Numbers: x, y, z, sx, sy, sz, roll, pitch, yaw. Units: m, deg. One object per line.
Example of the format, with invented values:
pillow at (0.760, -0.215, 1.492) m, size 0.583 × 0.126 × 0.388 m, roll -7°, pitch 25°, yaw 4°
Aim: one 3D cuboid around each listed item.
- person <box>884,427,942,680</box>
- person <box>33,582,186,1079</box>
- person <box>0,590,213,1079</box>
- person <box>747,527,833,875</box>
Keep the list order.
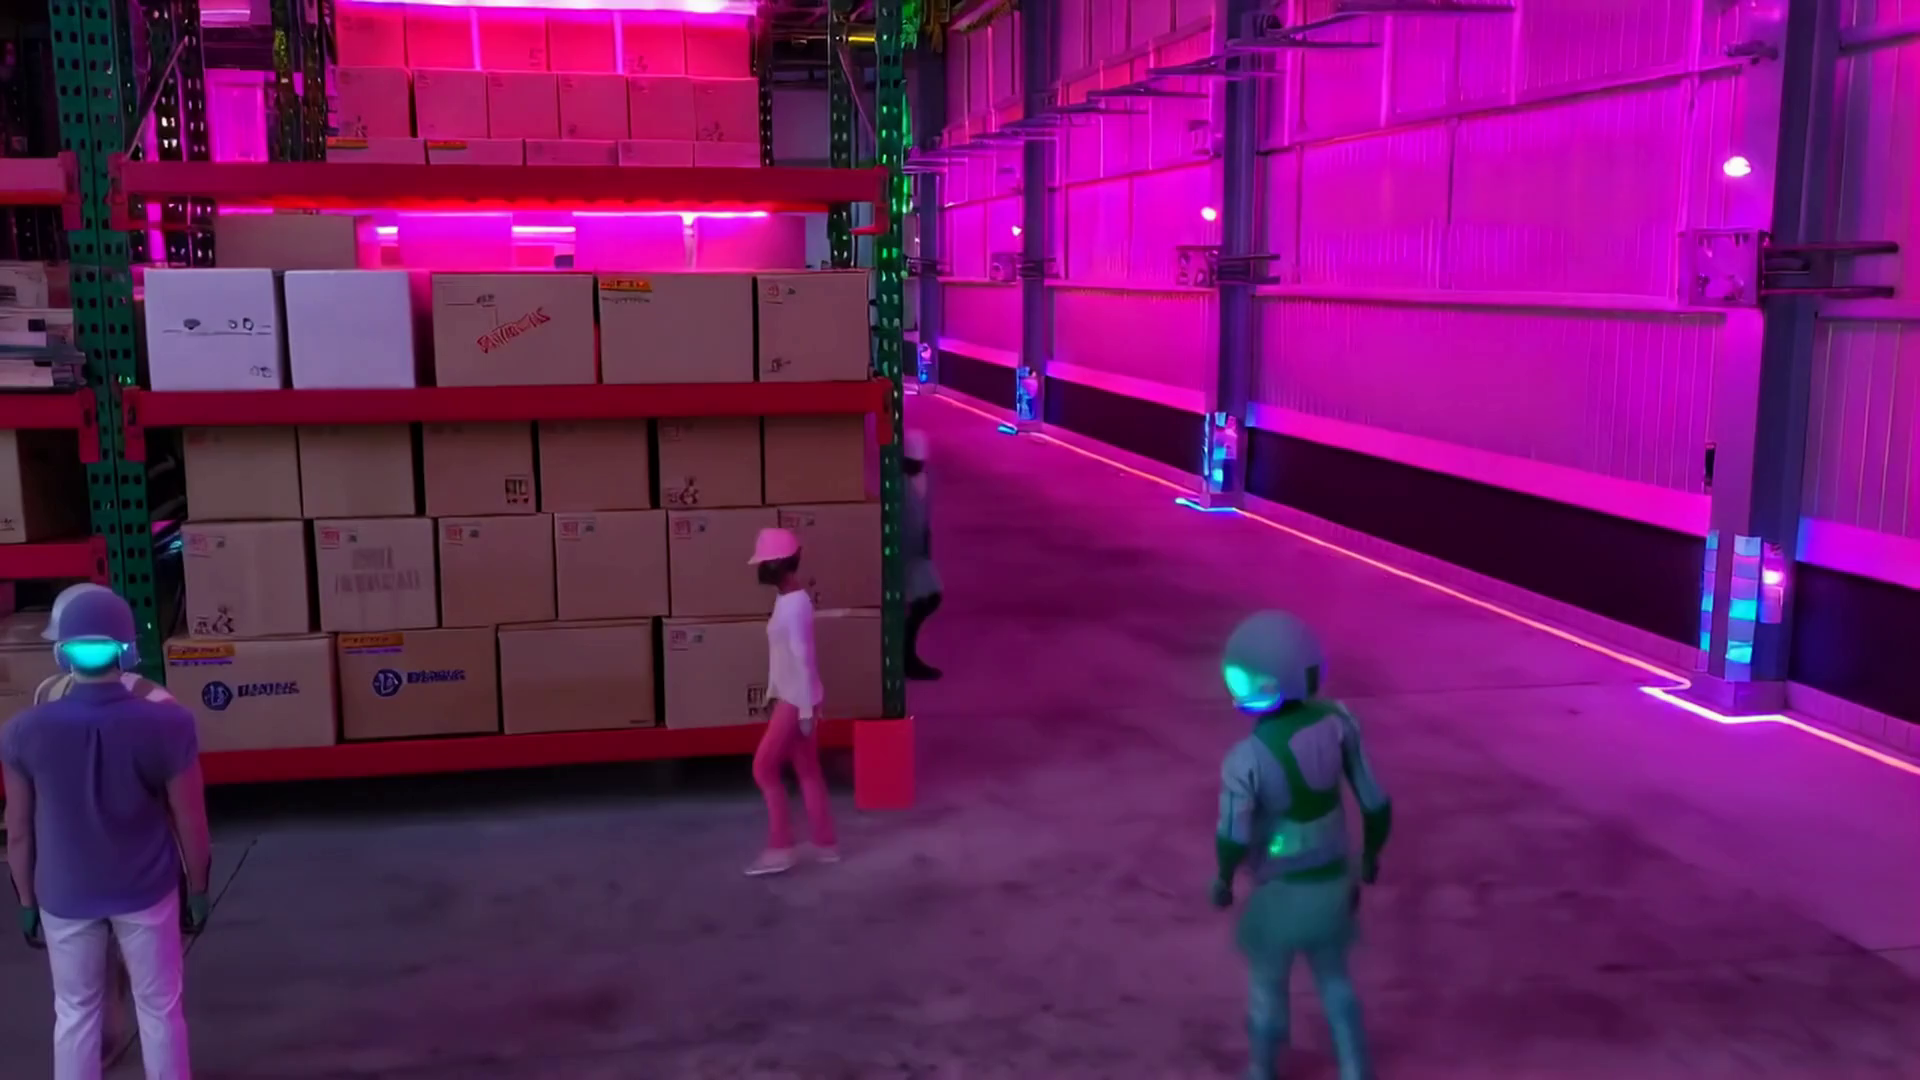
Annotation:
person at (-0.371, 0.113, 12.061) m, size 0.448 × 1.902 × 0.590 m, roll 3°, pitch 10°, yaw 20°
person at (-3.010, 1.107, 5.883) m, size 0.603 × 1.951 × 0.380 m, roll 2°, pitch 10°, yaw 14°
person at (-2.808, 1.151, 5.526) m, size 0.608 × 1.987 × 0.402 m, roll -3°, pitch 10°, yaw -19°
person at (-0.909, 0.804, 8.345) m, size 0.606 × 1.740 × 0.541 m, roll -2°, pitch 9°, yaw -9°
